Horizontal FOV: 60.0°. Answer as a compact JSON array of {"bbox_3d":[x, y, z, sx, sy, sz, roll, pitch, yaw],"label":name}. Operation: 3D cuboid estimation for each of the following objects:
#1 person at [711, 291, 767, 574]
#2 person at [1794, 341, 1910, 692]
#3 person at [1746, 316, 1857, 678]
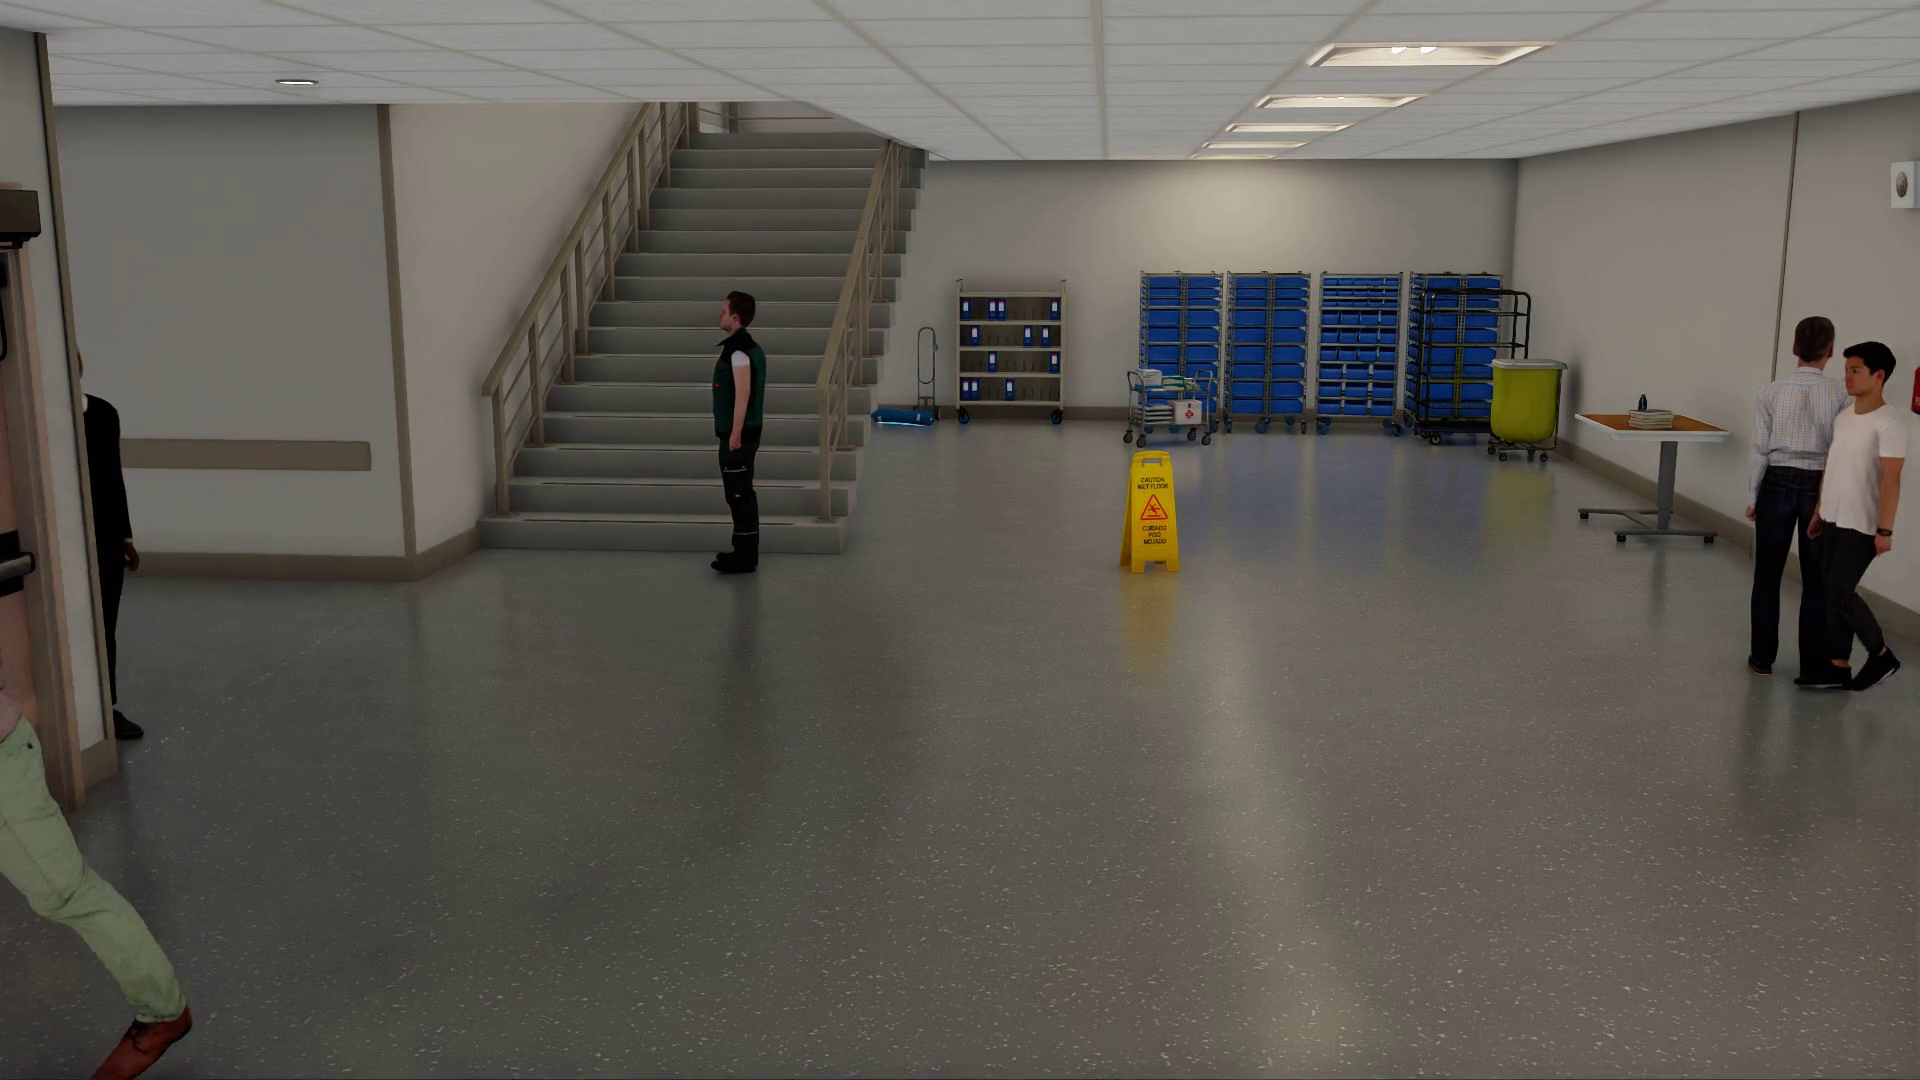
[{"bbox_3d":[-1.461,-0.716,10.940,0.723,1.843,0.567,0,11,-2],"label":"person"},{"bbox_3d":[4.401,-0.100,8.044,0.699,1.712,0.603,1,11,3],"label":"person"},{"bbox_3d":[4.237,-0.221,8.395,0.732,1.820,0.714,6,12,30],"label":"person"}]
